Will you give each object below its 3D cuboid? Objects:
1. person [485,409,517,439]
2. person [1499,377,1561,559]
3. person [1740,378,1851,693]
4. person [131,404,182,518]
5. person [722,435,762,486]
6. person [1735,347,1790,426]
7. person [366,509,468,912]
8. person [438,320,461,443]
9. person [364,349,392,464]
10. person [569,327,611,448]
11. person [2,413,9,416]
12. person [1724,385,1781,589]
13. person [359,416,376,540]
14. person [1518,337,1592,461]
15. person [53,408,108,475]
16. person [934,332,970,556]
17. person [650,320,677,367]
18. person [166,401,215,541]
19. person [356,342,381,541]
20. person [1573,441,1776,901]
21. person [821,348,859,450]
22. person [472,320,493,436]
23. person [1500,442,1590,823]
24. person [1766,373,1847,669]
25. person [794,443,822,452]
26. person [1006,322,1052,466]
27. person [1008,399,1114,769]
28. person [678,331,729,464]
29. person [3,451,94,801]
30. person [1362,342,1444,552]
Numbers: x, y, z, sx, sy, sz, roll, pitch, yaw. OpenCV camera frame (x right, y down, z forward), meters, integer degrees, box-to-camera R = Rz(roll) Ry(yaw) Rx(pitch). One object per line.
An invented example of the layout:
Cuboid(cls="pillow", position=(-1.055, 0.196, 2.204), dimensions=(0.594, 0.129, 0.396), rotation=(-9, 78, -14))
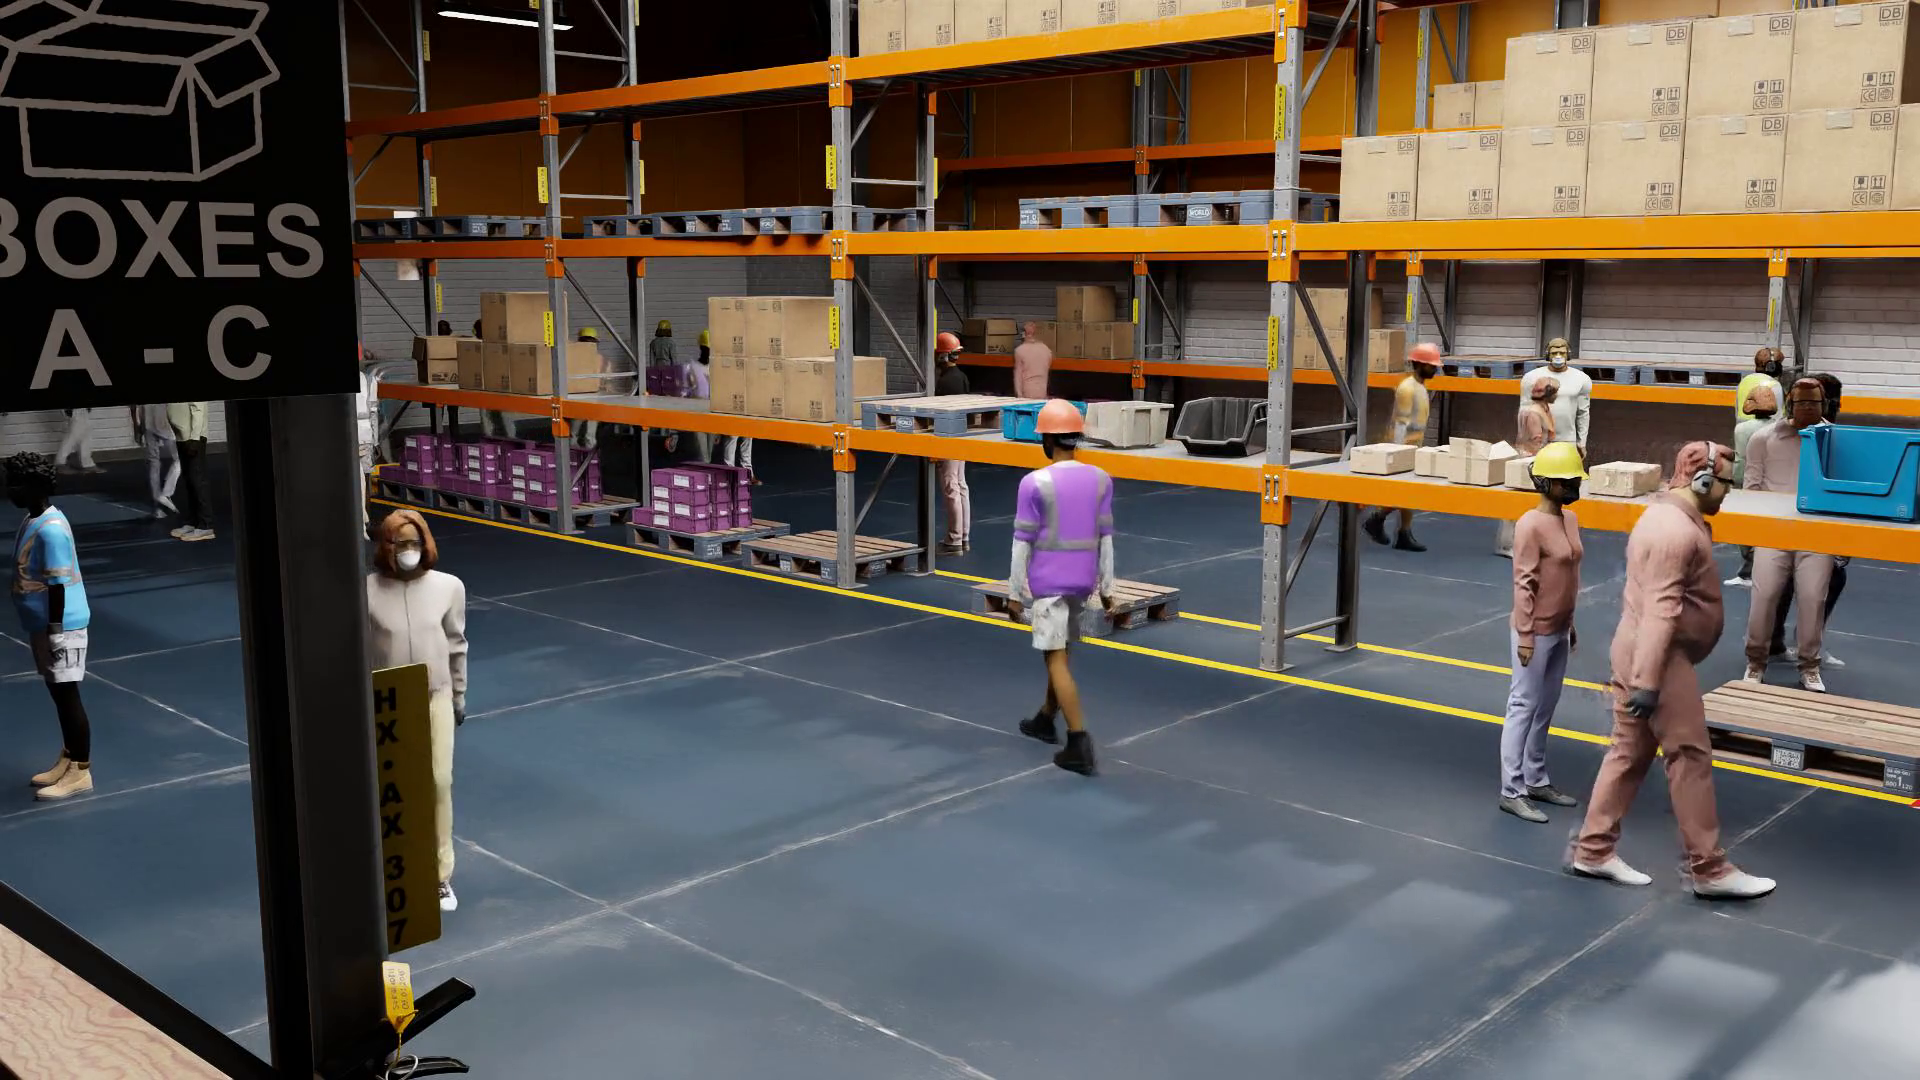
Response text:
Cuboid(cls="person", position=(-6.192, -2.050, 22.451), dimensions=(0.669, 1.918, 0.429), rotation=(8, 12, 42))
Cuboid(cls="person", position=(5.113, -0.614, 14.571), dimensions=(0.721, 1.606, 0.595), rotation=(7, 11, 35))
Cuboid(cls="person", position=(5.074, -0.027, 10.089), dimensions=(0.642, 1.908, 0.407), rotation=(3, 10, 19))
Cuboid(cls="person", position=(-8.234, -1.145, 17.120), dimensions=(0.558, 1.847, 0.389), rotation=(0, 9, -2))
Cuboid(cls="person", position=(-2.566, -1.580, 19.512), dimensions=(0.373, 1.940, 0.628), rotation=(8, 12, 41))
Cuboid(cls="person", position=(7.411, -0.854, 15.362), dimensions=(0.429, 1.843, 0.629), rotation=(-1, 9, -5))
Cuboid(cls="person", position=(-2.282, 0.652, 6.859), dimensions=(0.504, 1.606, 0.800), rotation=(-5, 10, -27))
Cuboid(cls="person", position=(-7.191, -2.145, 23.261), dimensions=(0.506, 1.846, 0.345), rotation=(2, 9, 10))
Cuboid(cls="person", position=(-7.263, -1.555, 20.423), dimensions=(0.525, 1.577, 0.887), rotation=(2, 9, 10))
Cuboid(cls="person", position=(-4.415, -1.558, 19.573), dimensions=(0.648, 1.869, 0.579), rotation=(-4, 10, -24))
Cuboid(cls="person", position=(-11.884, -1.650, 20.208), dimensions=(0.520, 1.852, 0.410), rotation=(-3, 10, -15))
Cuboid(cls="person", position=(6.391, -0.423, 13.346), dimensions=(0.498, 1.634, 0.284), rotation=(-2, 10, -15))
Cuboid(cls="person", position=(-5.744, -0.795, 15.599), dimensions=(0.515, 1.645, 0.309), rotation=(-7, 12, -38))
Cuboid(cls="person", position=(5.471, -0.901, 15.346), dimensions=(0.635, 1.939, 0.366), rotation=(2, 9, 11))
Cuboid(cls="person", position=(-10.992, -1.715, 20.614), dimensions=(0.451, 1.872, 0.612), rotation=(-1, 9, -9))
Cuboid(cls="person", position=(-0.104, -0.857, 14.904), dimensions=(0.397, 1.992, 0.623), rotation=(3, 10, 16))
Cuboid(cls="person", position=(-4.779, -2.692, 26.928), dimensions=(0.492, 1.742, 0.323), rotation=(4, 10, 23))
Cuboid(cls="person", position=(-7.305, -0.991, 15.737), dimensions=(0.382, 1.993, 0.609), rotation=(-7, 12, -37))
Cuboid(cls="person", position=(-5.694, -0.936, 15.585), dimensions=(0.543, 1.933, 0.364), rotation=(-7, 12, -37))
Cuboid(cls="person", position=(2.975, 0.533, 6.806), dimensions=(0.858, 1.858, 0.717), rotation=(3, 10, 15))
Cuboid(cls="person", position=(-1.742, -2.230, 23.465), dimensions=(0.643, 1.950, 0.420), rotation=(3, 10, 18))
Cuboid(cls="person", position=(-6.806, -2.205, 23.647), dimensions=(0.517, 1.833, 0.887), rotation=(-6, 11, -32))
Cuboid(cls="person", position=(2.748, 0.420, 7.775), dimensions=(0.310, 1.768, 0.533), rotation=(9, 13, 43))
Cuboid(cls="person", position=(5.494, -0.119, 10.698), dimensions=(0.606, 1.900, 0.598), rotation=(1, 9, 5))
Cuboid(cls="person", position=(-2.197, -2.238, 23.433), dimensions=(0.396, 1.992, 0.759), rotation=(-5, 11, -29))
Cuboid(cls="person", position=(0.841, -1.864, 21.446), dimensions=(0.642, 1.874, 0.864), rotation=(-6, 11, -33))
Cuboid(cls="person", position=(0.521, 0.211, 8.680), dimensions=(0.559, 1.899, 0.901), rotation=(-5, 11, -29))
Cuboid(cls="person", position=(-2.742, -1.339, 18.211), dimensions=(0.591, 1.872, 0.976), rotation=(-6, 11, -32))
Cuboid(cls="person", position=(-4.410, 0.409, 8.079), dimensions=(0.320, 1.694, 0.534), rotation=(-7, 11, -36))
Cuboid(cls="person", position=(4.030, -0.827, 14.985), dimensions=(0.589, 1.909, 0.592), rotation=(7, 11, 36))
